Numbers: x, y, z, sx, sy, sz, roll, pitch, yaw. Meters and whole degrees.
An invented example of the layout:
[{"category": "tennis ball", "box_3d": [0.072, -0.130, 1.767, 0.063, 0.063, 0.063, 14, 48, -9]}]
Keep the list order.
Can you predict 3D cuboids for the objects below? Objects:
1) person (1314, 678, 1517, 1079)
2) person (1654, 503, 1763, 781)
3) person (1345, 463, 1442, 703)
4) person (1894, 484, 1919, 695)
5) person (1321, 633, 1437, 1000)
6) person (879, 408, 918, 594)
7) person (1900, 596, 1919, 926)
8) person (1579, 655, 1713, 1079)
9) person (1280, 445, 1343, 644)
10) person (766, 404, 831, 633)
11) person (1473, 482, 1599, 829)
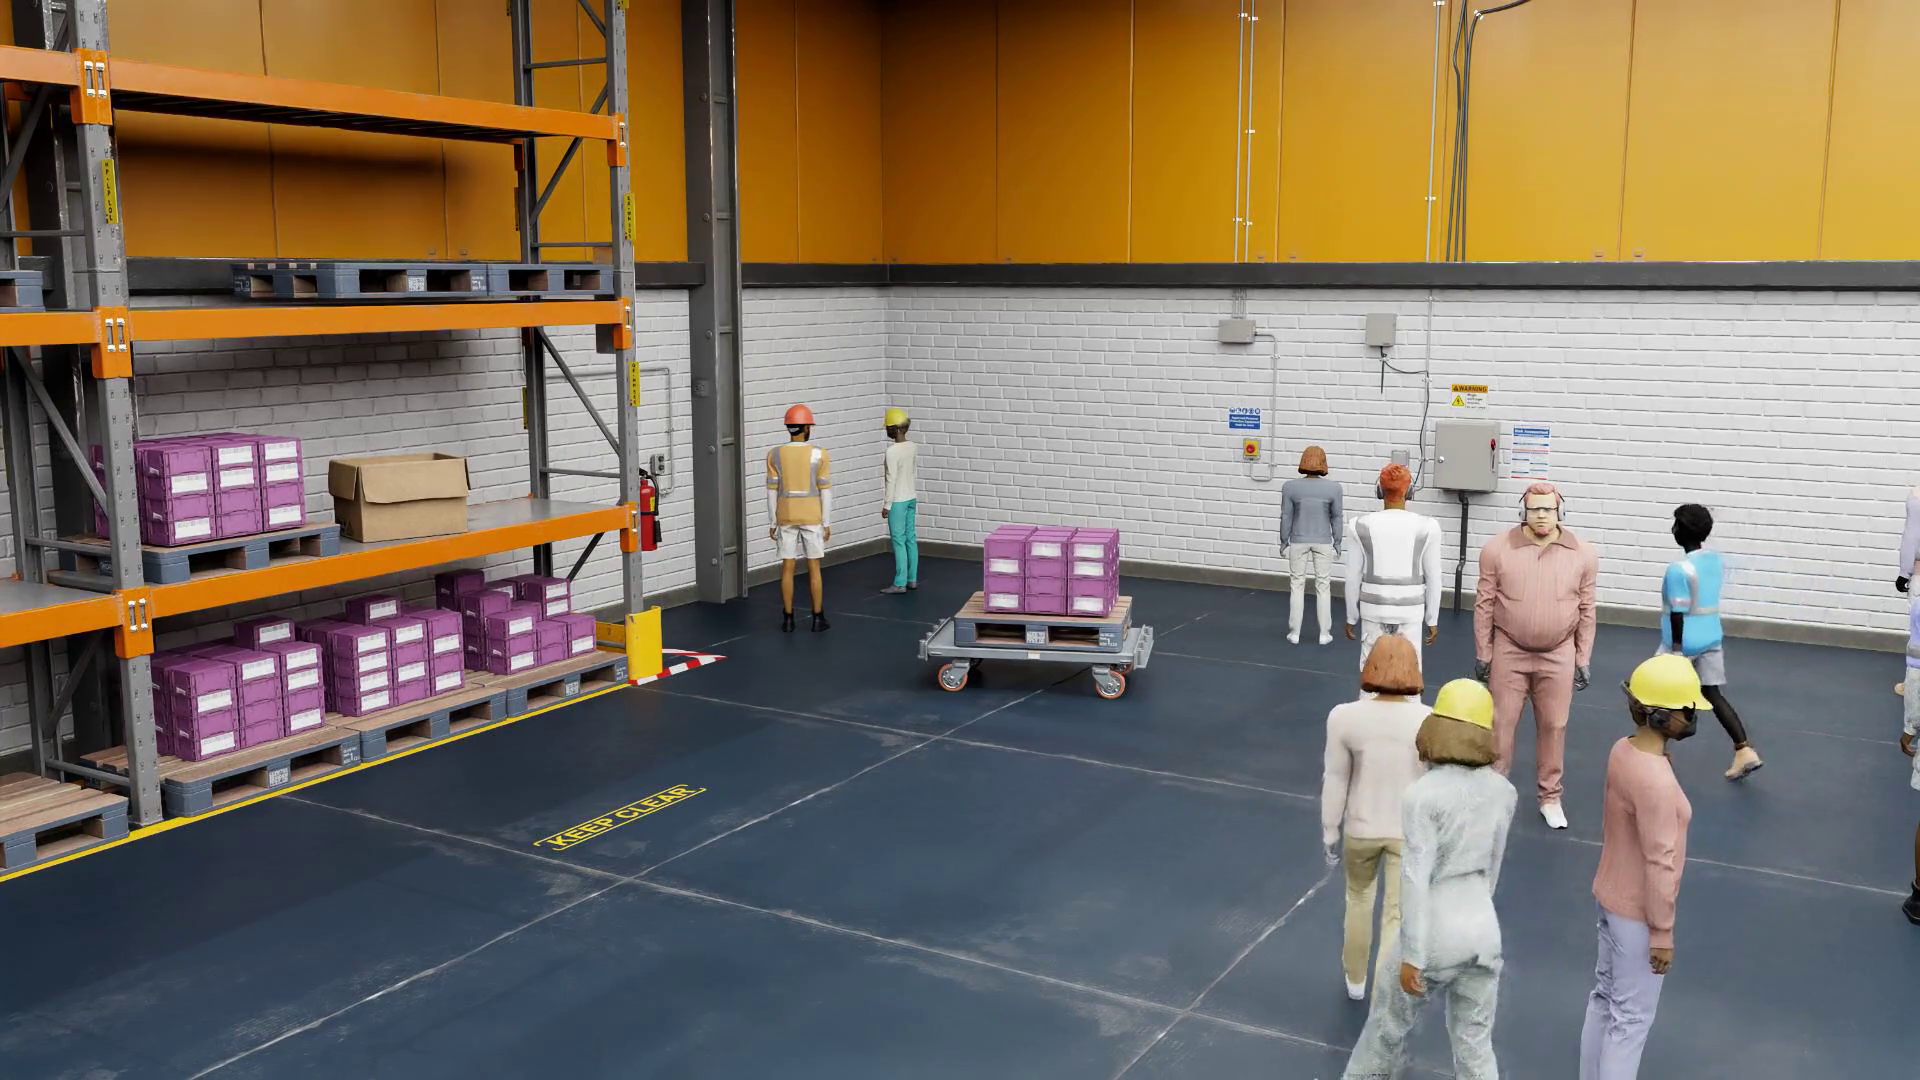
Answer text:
[{"category": "person", "box_3d": [1.564, 1.301, 5.582, 0.527, 1.684, 0.849, -5, 10, -27]}, {"category": "person", "box_3d": [4.448, 0.606, 10.006, 0.528, 1.666, 0.837, -5, 11, -30]}, {"category": "person", "box_3d": [2.643, 0.468, 10.184, 0.574, 1.887, 0.356, 2, 9, 15]}, {"category": "person", "box_3d": [6.976, 0.228, 11.818, 0.634, 1.842, 0.429, 1, 9, 4]}, {"category": "person", "box_3d": [1.734, 1.165, 6.695, 0.513, 1.606, 0.735, 4, 10, 22]}, {"category": "person", "box_3d": [-0.581, -0.367, 15.769, 0.311, 1.768, 0.524, 4, 10, 25]}, {"category": "person", "box_3d": [4.645, 0.847, 7.658, 0.552, 1.937, 0.356, 5, 11, 30]}, {"category": "person", "box_3d": [2.331, 1.253, 5.655, 0.325, 1.767, 0.533, 1, 9, 7]}, {"category": "person", "box_3d": [2.873, 0.042, 13.623, 0.507, 1.632, 0.264, 2, 9, 11]}, {"category": "person", "box_3d": [-1.357, -0.178, 14.062, 0.547, 1.934, 0.376, 0, 9, 3]}, {"category": "person", "box_3d": [3.143, 0.629, 9.115, 0.641, 1.908, 0.407, 2, 9, 12]}]
